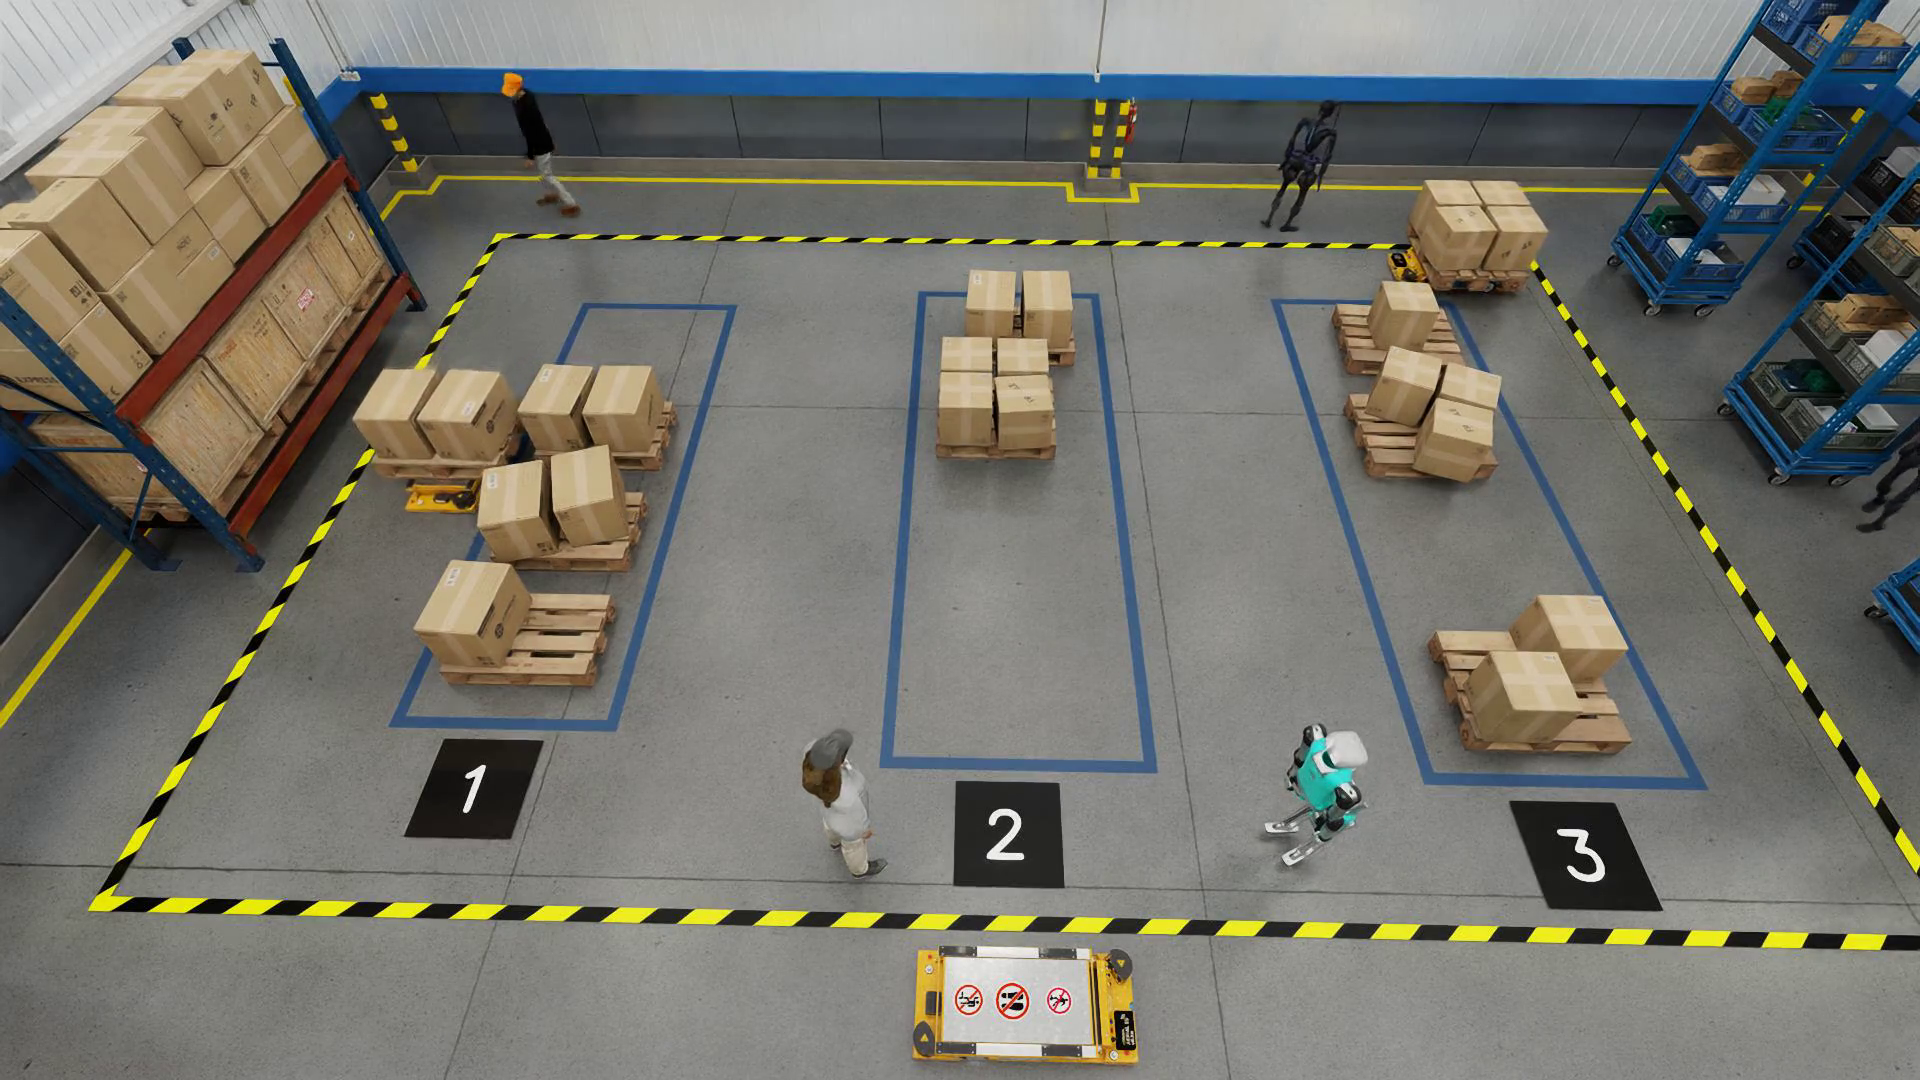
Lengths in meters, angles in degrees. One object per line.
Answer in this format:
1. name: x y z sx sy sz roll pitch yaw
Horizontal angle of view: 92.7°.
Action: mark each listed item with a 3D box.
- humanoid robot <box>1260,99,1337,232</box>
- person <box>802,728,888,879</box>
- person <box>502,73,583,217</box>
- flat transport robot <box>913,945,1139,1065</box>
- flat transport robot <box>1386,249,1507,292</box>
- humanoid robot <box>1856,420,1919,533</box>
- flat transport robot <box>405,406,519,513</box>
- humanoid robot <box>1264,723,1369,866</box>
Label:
1. humanoid robot: 4.195 -4.582 11.312 0.594 1.639 0.463 34 58 25
2. person: -0.789 1.769 6.075 0.398 1.769 0.572 -31 57 -22
3. person: -5.319 -4.981 11.533 0.543 1.837 0.638 -14 52 -11
4. flat transport robot: 0.422 3.041 6.007 1.431 0.231 0.659 1 51 1
5. flat transport robot: 6.031 -3.312 11.168 1.431 0.197 0.652 1 51 1
6. humanoid robot: 8.725 -0.747 8.200 0.550 1.650 0.601 -13 52 -10
7. flat transport robot: -4.968 -0.869 9.176 0.652 0.197 1.431 1 51 1
8. humanoid robot: 2.500 1.686 6.077 0.735 1.677 0.533 -11 52 -9
